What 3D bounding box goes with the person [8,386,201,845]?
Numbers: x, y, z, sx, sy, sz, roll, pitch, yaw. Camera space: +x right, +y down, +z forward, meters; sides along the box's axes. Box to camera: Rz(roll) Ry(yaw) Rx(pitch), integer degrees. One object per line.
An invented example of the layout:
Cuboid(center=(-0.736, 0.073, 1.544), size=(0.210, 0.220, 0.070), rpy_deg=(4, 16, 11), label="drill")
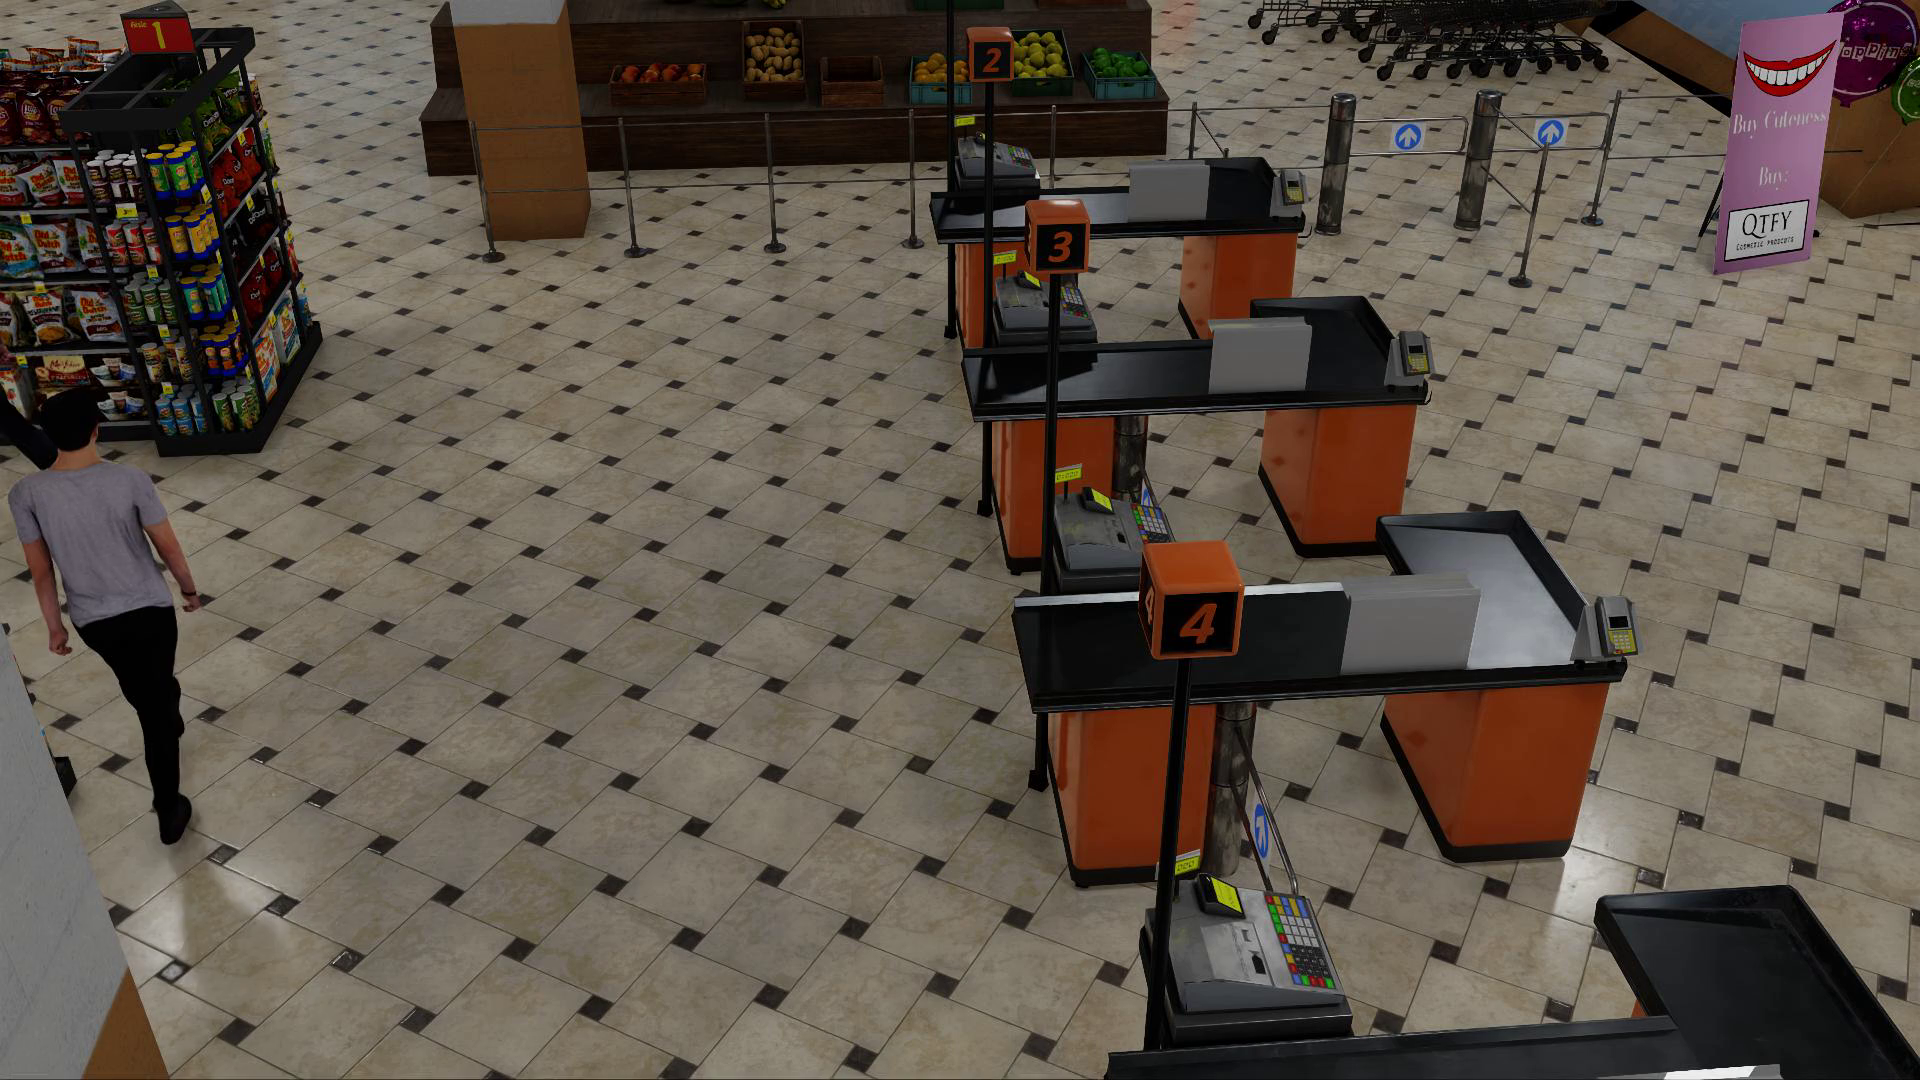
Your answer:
Cuboid(center=(-3.221, 0.349, 6.384), size=(1.149, 1.813, 0.813), rpy_deg=(-6, 32, -10), label="person")
